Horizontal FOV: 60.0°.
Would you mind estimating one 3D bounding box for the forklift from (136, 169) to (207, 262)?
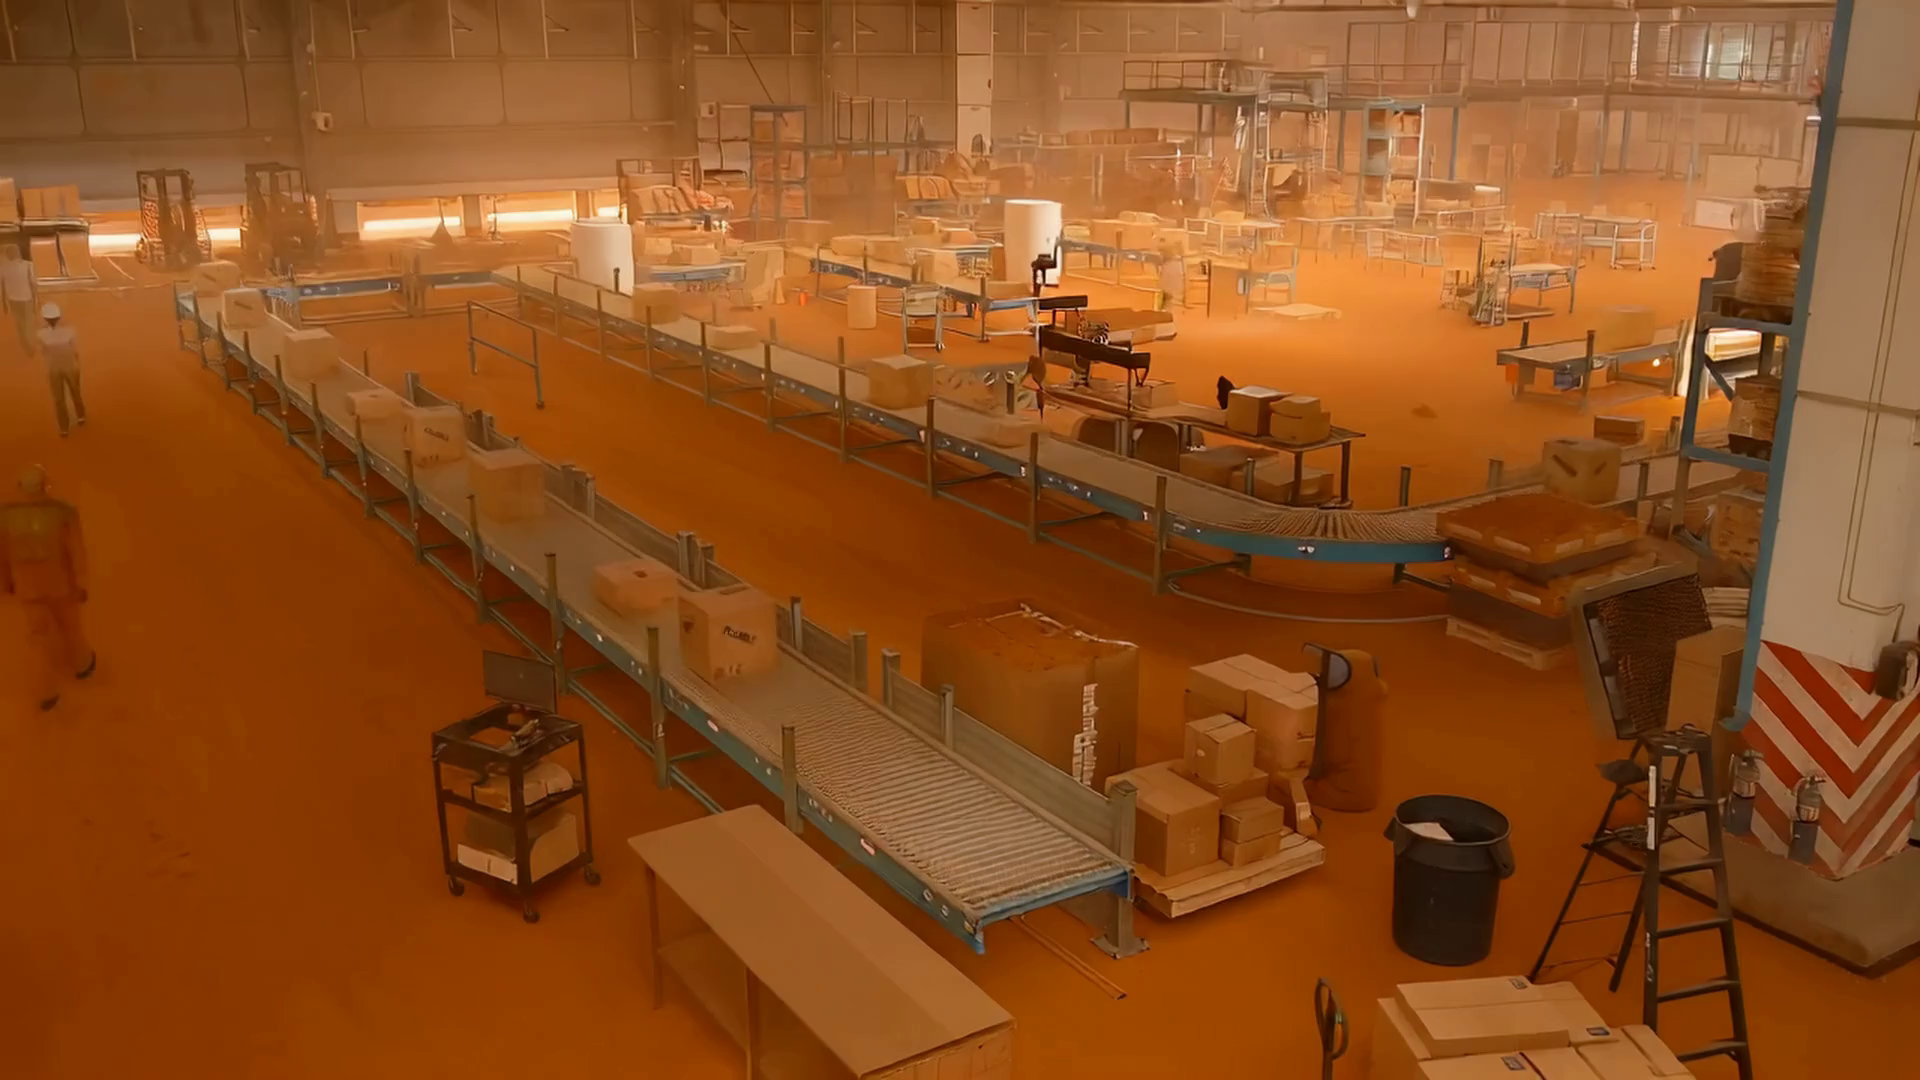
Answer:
[{"bbox_3d":[-17.842,-7.318,37.559,1.157,1.987,2.680,-10,20,-31],"label":"forklift"}]

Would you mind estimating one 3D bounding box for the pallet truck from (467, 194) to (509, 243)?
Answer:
[{"bbox_3d":[-11.983,-8.177,42.137,0.704,1.261,1.522,-11,20,-33],"label":"pallet truck"}]

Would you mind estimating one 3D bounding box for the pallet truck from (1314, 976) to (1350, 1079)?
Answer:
[{"bbox_3d":[2.299,2.390,7.086,1.601,1.201,0.680,-2,17,-7],"label":"pallet truck"}]

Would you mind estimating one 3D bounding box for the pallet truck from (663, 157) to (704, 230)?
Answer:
[{"bbox_3d":[-7.586,-9.308,44.692,0.823,1.965,1.885,-11,20,-33],"label":"pallet truck"}]

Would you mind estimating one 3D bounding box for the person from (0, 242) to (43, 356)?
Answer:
[{"bbox_3d":[-15.222,-3.898,26.959,0.589,1.835,0.436,-6,18,-21],"label":"person"}]

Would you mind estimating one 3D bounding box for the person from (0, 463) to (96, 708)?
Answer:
[{"bbox_3d":[-7.100,0.312,12.927,0.660,1.855,0.999,-5,17,-16],"label":"person"}]

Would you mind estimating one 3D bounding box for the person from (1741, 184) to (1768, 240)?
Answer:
[{"bbox_3d":[18.341,-7.252,38.209,0.924,1.784,0.598,13,21,38],"label":"person"}]

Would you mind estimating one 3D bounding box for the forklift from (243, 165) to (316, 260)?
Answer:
[{"bbox_3d":[-15.898,-7.669,38.708,1.157,1.987,2.680,-11,20,-33],"label":"forklift"}]

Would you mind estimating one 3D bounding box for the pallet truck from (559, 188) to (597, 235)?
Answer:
[{"bbox_3d":[-10.010,-8.652,43.699,0.653,1.274,1.630,-10,20,-31],"label":"pallet truck"}]

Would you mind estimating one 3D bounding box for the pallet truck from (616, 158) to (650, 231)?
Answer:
[{"bbox_3d":[-8.918,-9.176,44.255,0.823,1.965,1.885,-9,19,-27],"label":"pallet truck"}]

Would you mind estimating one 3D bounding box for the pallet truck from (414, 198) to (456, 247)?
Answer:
[{"bbox_3d":[-13.250,-8.060,41.856,0.680,1.201,1.601,-10,20,-31],"label":"pallet truck"}]

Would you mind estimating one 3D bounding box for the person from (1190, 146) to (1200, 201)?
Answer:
[{"bbox_3d":[7.498,-11.704,53.118,0.322,1.735,0.486,5,17,16],"label":"person"}]

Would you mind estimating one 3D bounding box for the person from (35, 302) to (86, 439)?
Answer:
[{"bbox_3d":[-11.667,-2.248,21.642,0.529,1.734,0.816,-6,18,-18],"label":"person"}]

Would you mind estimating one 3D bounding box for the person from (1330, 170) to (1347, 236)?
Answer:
[{"bbox_3d":[9.267,-8.108,40.825,0.496,1.925,0.573,-7,18,-23],"label":"person"}]

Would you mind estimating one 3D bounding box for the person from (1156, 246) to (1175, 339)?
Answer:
[{"bbox_3d":[3.471,-4.213,28.384,0.534,1.614,0.554,-2,17,-8],"label":"person"}]

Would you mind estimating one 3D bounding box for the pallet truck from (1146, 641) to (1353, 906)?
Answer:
[{"bbox_3d":[1.664,1.407,10.232,1.630,1.274,0.653,-10,20,-31],"label":"pallet truck"}]
